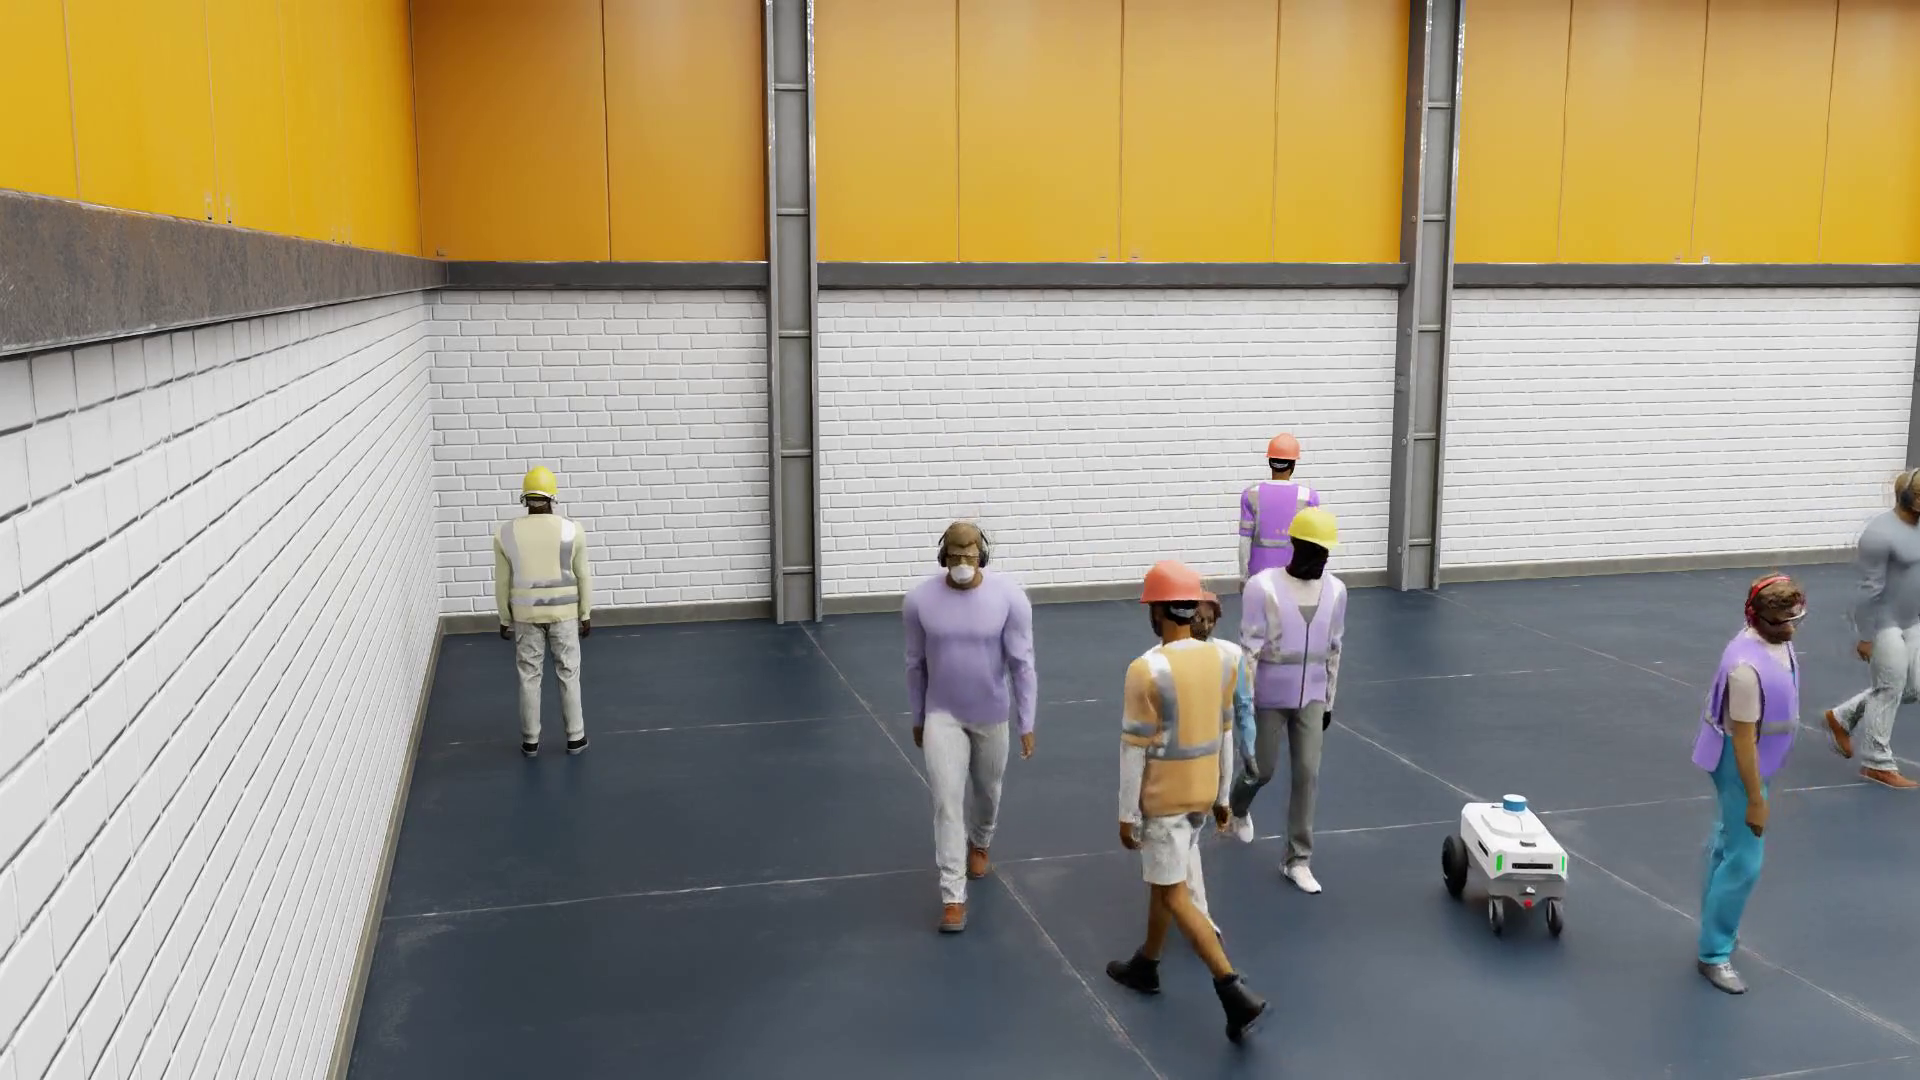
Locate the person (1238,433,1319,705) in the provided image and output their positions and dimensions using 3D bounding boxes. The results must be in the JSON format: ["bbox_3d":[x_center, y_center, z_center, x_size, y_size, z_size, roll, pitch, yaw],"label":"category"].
[{"bbox_3d":[2.210,0.225,11.537,0.552,1.935,0.366,3,9,16],"label":"person"}]

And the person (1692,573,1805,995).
[{"bbox_3d":[3.389,1.000,7.133,0.371,1.808,0.743,6,11,32],"label":"person"}]

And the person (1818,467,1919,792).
[{"bbox_3d":[5.456,0.502,9.871,0.632,1.918,0.598,-5,11,-30],"label":"person"}]

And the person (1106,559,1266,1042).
[{"bbox_3d":[0.920,1.031,6.677,0.548,1.897,0.926,-7,11,-36],"label":"person"}]

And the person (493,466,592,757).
[{"bbox_3d":[-2.605,0.452,10.447,0.587,1.834,0.403,-1,9,-9],"label":"person"}]

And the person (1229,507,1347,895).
[{"bbox_3d":[1.627,0.750,8.395,0.611,1.893,0.826,-3,9,-16],"label":"person"}]

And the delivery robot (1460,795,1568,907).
[{"bbox_3d":[2.617,1.453,7.884,0.477,0.478,0.707,0,9,4],"label":"delivery robot"}]

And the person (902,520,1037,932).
[{"bbox_3d":[0.047,0.821,7.967,0.646,1.903,0.999,1,9,6],"label":"person"}]

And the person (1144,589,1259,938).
[{"bbox_3d":[1.098,1.017,7.666,0.517,1.584,0.887,-3,9,-16],"label":"person"}]
